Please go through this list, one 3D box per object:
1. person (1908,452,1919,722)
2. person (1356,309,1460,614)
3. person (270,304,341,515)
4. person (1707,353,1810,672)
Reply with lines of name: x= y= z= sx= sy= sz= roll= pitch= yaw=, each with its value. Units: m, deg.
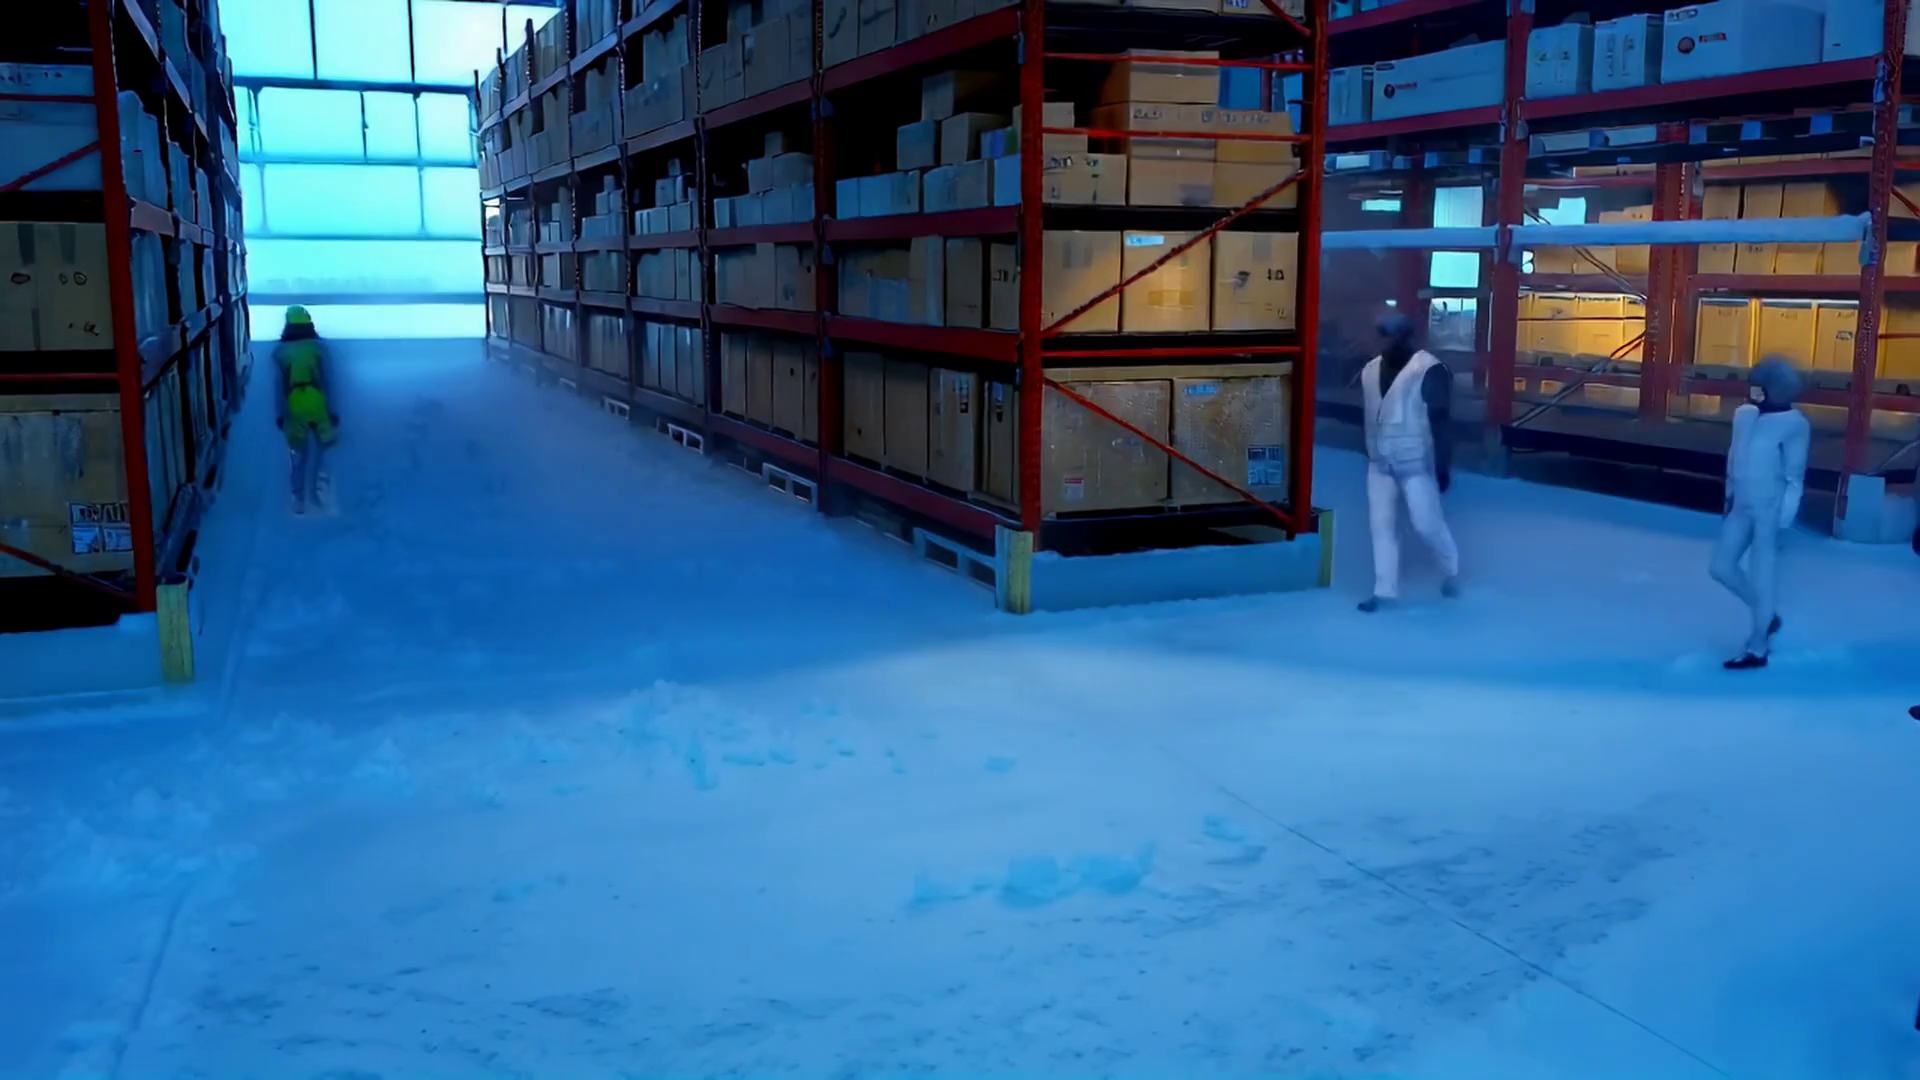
person: x=4.558 y=-0.093 z=7.369 sx=0.647 sy=1.898 sz=0.398 roll=1 pitch=10 yaw=9
person: x=2.722 y=-0.479 z=9.976 sx=0.840 sy=1.805 sz=0.655 roll=-7 pitch=12 yaw=-37
person: x=-5.354 y=-1.053 z=13.599 sx=0.520 sy=1.732 sz=0.413 roll=-1 pitch=10 yaw=-7
person: x=4.045 y=-0.135 z=8.416 sx=0.369 sy=1.618 sz=0.516 roll=-3 pitch=10 yaw=-15
